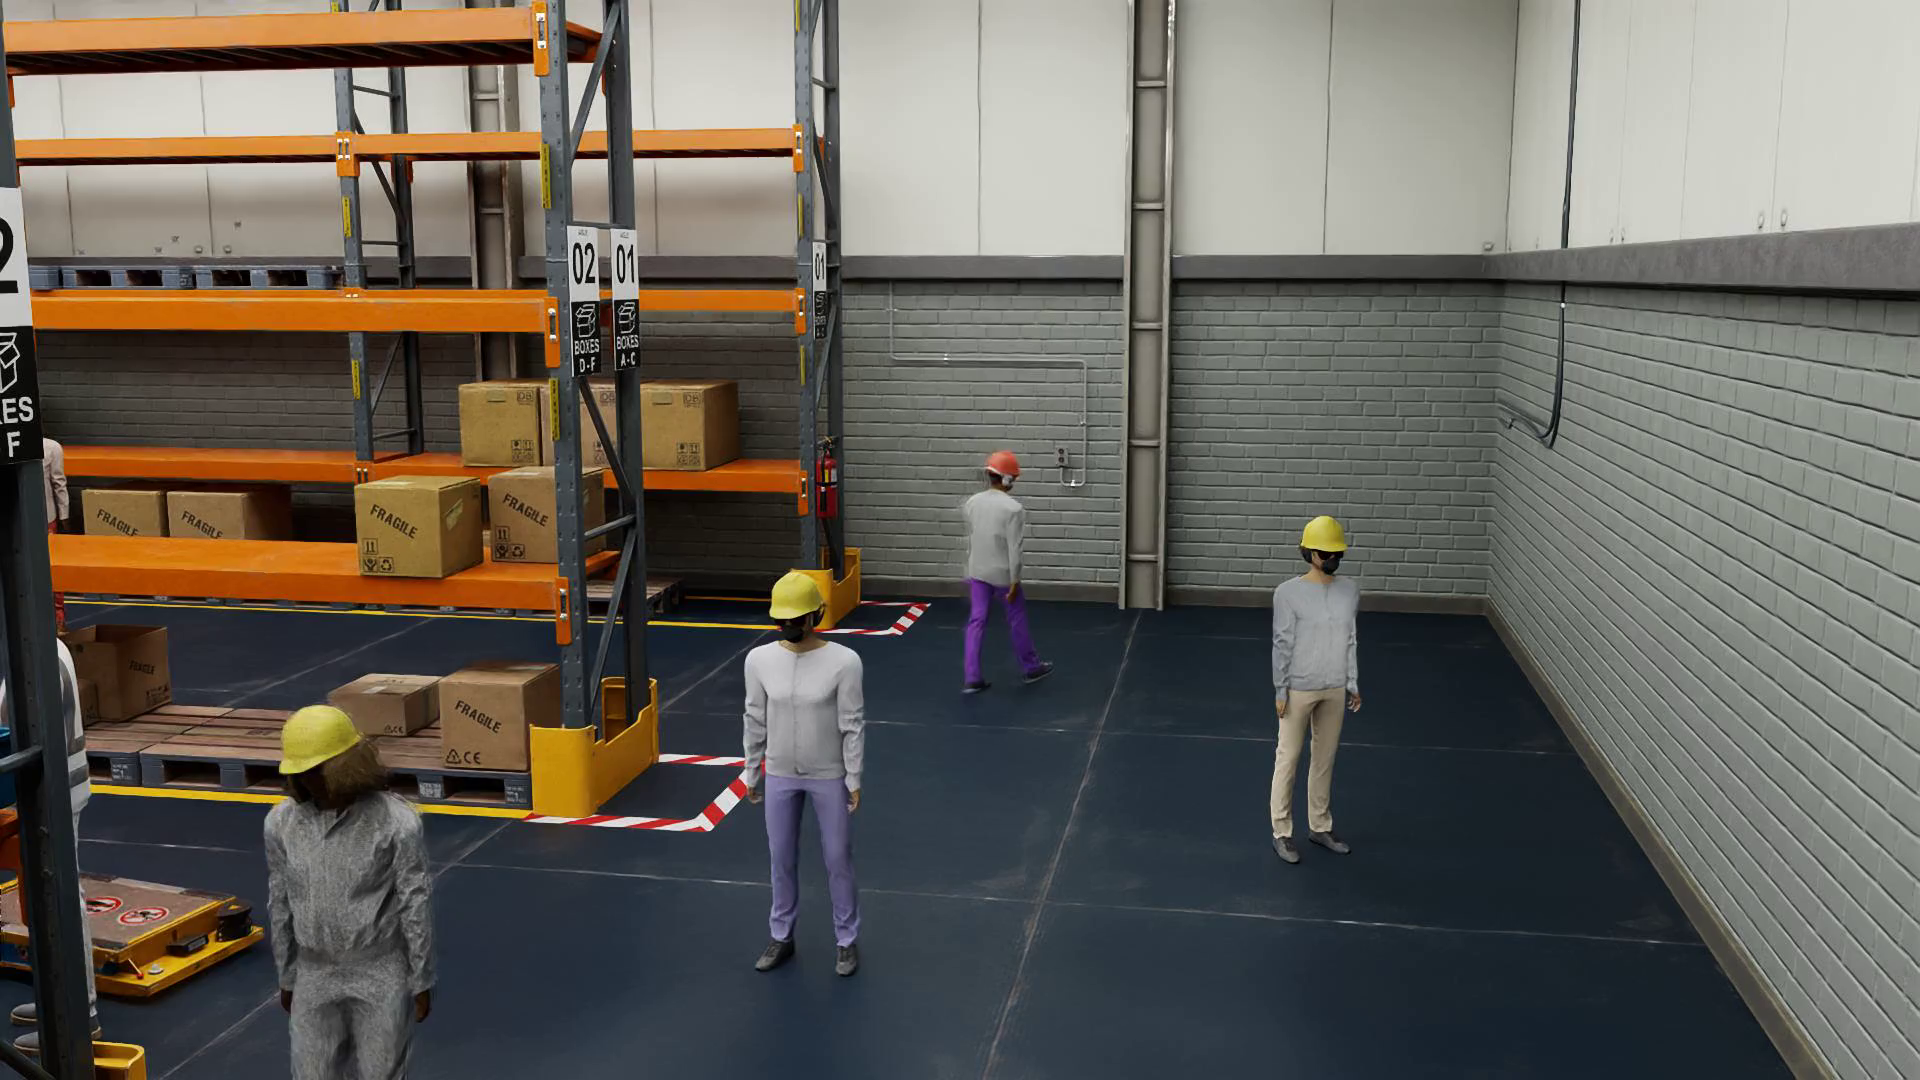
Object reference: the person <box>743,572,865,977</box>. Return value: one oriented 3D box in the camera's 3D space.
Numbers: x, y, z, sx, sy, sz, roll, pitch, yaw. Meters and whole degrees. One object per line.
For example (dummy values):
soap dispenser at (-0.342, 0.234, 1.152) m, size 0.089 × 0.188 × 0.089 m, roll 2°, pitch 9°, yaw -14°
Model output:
person at (-0.660, 0.991, 7.027) m, size 0.531 × 1.758 × 0.366 m, roll 2°, pitch 9°, yaw 10°

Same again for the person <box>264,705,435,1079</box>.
person at (-1.850, 1.316, 5.111) m, size 0.497 × 1.718 × 0.474 m, roll 0°, pitch 9°, yaw -2°

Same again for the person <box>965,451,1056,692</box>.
person at (0.320, 0.212, 11.963) m, size 0.581 × 1.710 × 0.844 m, roll 8°, pitch 12°, yaw 42°

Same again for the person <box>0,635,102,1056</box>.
person at (-3.545, 1.025, 6.415) m, size 0.348 × 1.882 × 0.584 m, roll -5°, pitch 10°, yaw -29°

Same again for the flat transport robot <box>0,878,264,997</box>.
flat transport robot at (-3.857, 1.688, 7.280) m, size 1.431 × 0.197 × 0.652 m, roll 3°, pitch 10°, yaw 20°

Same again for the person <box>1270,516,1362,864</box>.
person at (1.818, 0.752, 8.466) m, size 0.524 × 1.769 × 0.315 m, roll -4°, pitch 10°, yaw -25°
